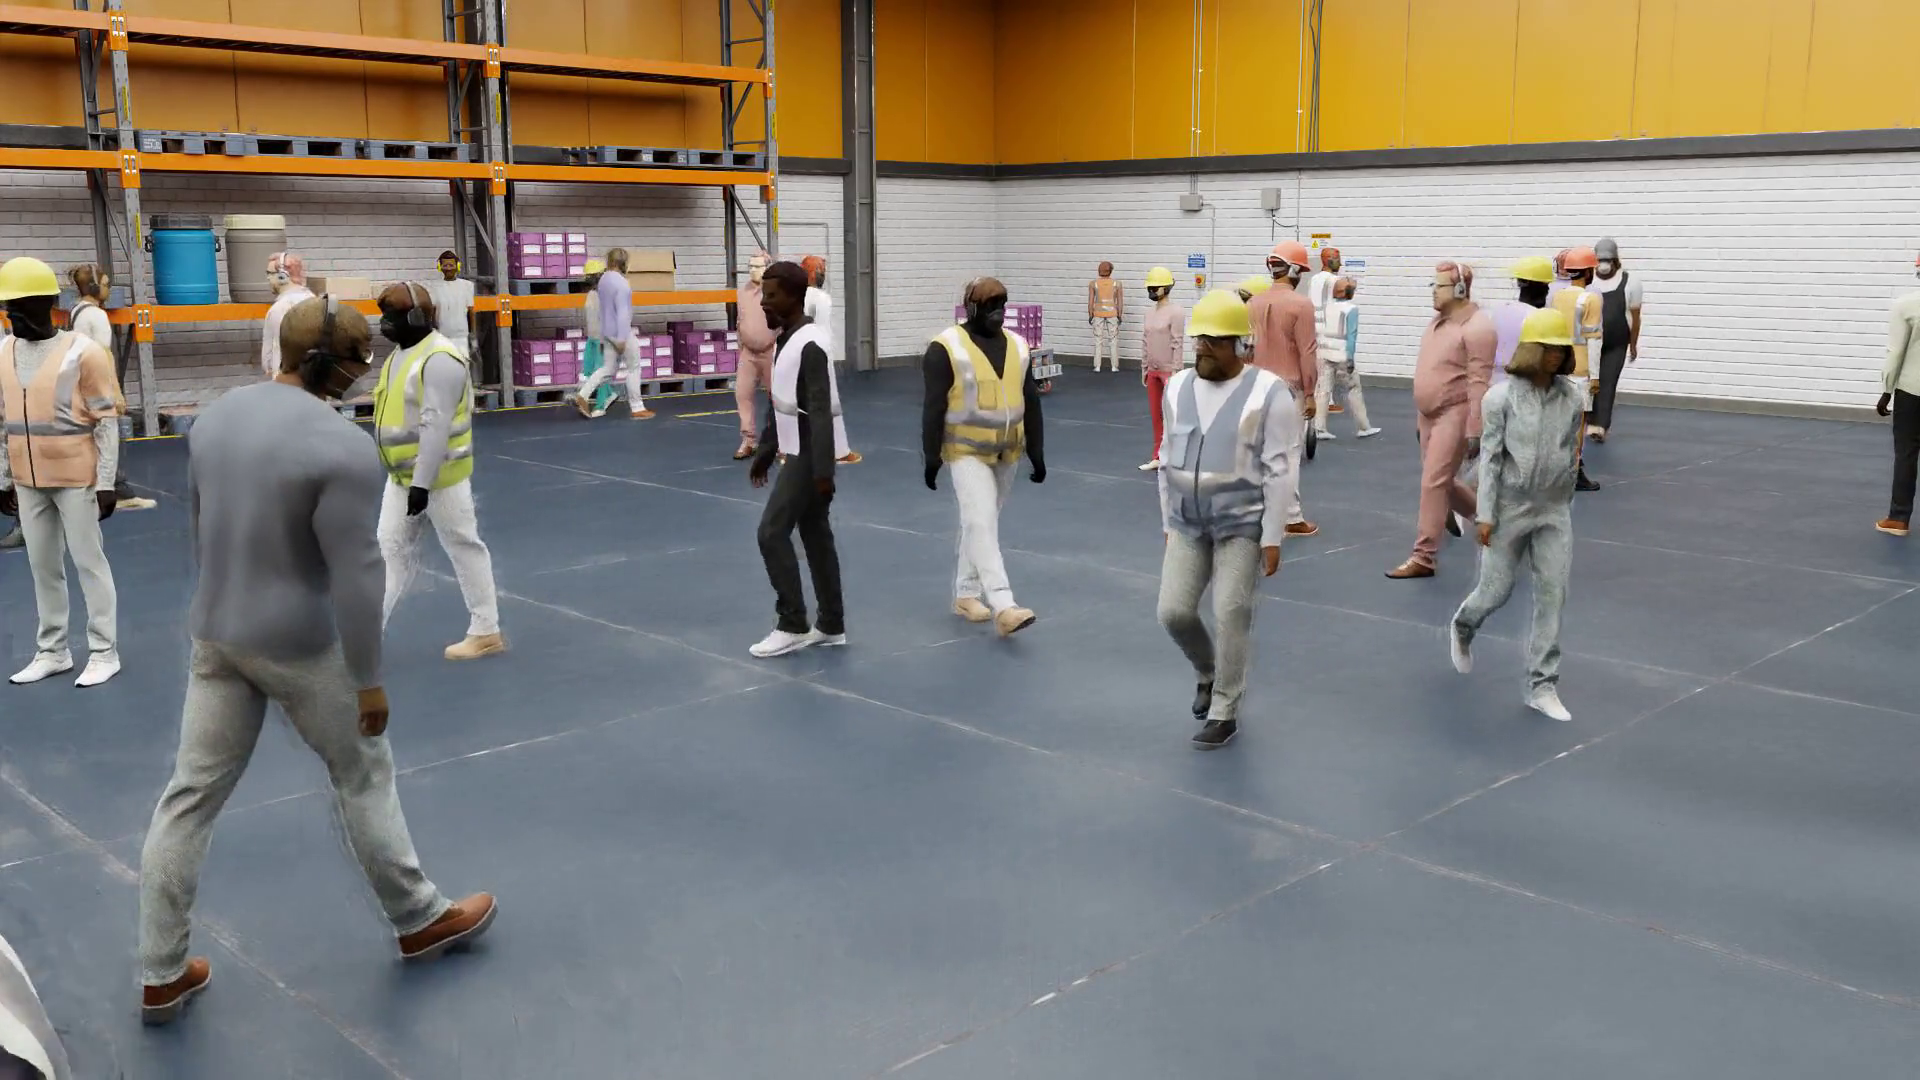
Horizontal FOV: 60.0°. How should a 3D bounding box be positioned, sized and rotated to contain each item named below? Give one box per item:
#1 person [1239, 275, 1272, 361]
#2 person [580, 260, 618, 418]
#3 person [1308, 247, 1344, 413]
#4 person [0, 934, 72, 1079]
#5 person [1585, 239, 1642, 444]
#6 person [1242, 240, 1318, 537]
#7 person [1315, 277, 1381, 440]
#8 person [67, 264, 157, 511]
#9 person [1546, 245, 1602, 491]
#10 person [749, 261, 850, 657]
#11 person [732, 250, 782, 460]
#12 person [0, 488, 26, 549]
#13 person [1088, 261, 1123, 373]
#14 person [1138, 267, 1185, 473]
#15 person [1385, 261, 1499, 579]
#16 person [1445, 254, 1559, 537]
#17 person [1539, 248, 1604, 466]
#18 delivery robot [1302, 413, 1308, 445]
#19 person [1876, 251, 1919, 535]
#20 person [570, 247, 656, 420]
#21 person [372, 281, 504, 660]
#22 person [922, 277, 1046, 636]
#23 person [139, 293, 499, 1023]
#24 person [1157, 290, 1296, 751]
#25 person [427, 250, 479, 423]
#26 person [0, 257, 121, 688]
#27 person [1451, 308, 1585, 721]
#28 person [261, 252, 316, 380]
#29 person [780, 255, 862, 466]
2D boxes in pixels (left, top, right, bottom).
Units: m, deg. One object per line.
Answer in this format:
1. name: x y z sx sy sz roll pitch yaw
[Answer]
1. person: 2.011 -1.038 12.021 0.653 1.746 0.521 -6 12 -28
2. person: -4.033 -2.242 18.568 0.399 1.753 0.553 -9 14 -42
3. person: 4.175 -2.392 19.023 0.356 1.881 0.575 -4 11 -21
4. person: -0.816 0.843 1.227 0.638 1.935 0.460 9 14 41
5. person: 6.291 -1.988 16.384 0.701 2.000 1.032 6 12 30
6. person: 2.173 -1.014 11.222 0.392 1.986 0.610 -8 13 -38
7. person: 3.844 -1.790 16.461 0.782 1.602 0.545 -5 12 -25
8. person: -6.298 -1.075 12.009 0.741 1.823 0.518 -9 14 -40
9. person: 4.891 -1.360 13.231 0.353 1.942 0.546 -5 11 -24
10. person: -0.847 -0.387 8.051 0.657 1.894 0.586 -2 11 -11
11. person: -1.793 -1.648 14.965 0.670 1.878 0.723 5 12 26
12. person: -6.360 -0.848 10.570 0.566 1.897 0.855 8 13 38
13. person: 2.144 -3.284 24.556 0.515 1.636 0.314 1 10 7
14. person: 1.713 -1.442 14.185 0.348 1.756 0.518 -6 12 -32
15. person: 2.949 -0.710 9.864 0.812 1.881 0.651 -2 11 -11
16. person: 3.621 -0.924 10.970 0.793 1.908 0.593 -4 11 -20
17. person: 5.264 -1.585 14.541 0.641 1.913 0.407 3 11 17
18. delivery robot: 2.929 -1.021 14.909 0.477 0.478 0.707 3 11 15
19. person: 6.527 -1.021 11.241 0.623 1.989 0.400 1 10 4
20. person: -3.807 -2.236 18.129 0.889 1.905 0.630 -8 13 -37
21. person: -2.582 -0.286 7.740 0.922 1.796 0.638 -10 14 -42
22. person: 0.199 -0.420 8.470 0.654 1.802 0.901 -7 13 -35
23. person: -1.792 0.294 4.426 0.677 1.875 0.853 5 11 25
24. person: 1.035 -0.075 6.578 0.592 1.818 0.441 7 13 35
25. person: -5.477 -2.185 17.968 0.515 1.861 0.320 -2 11 -13
26. person: -4.063 -0.291 7.442 0.594 1.924 0.382 2 11 11
27. person: 2.418 -0.139 7.165 0.490 1.724 0.711 -2 11 -10
28. person: -4.705 -1.067 11.735 0.403 1.907 0.667 0 10 1
29. person: -1.266 -1.554 14.540 0.814 1.855 0.600 -10 14 -42
